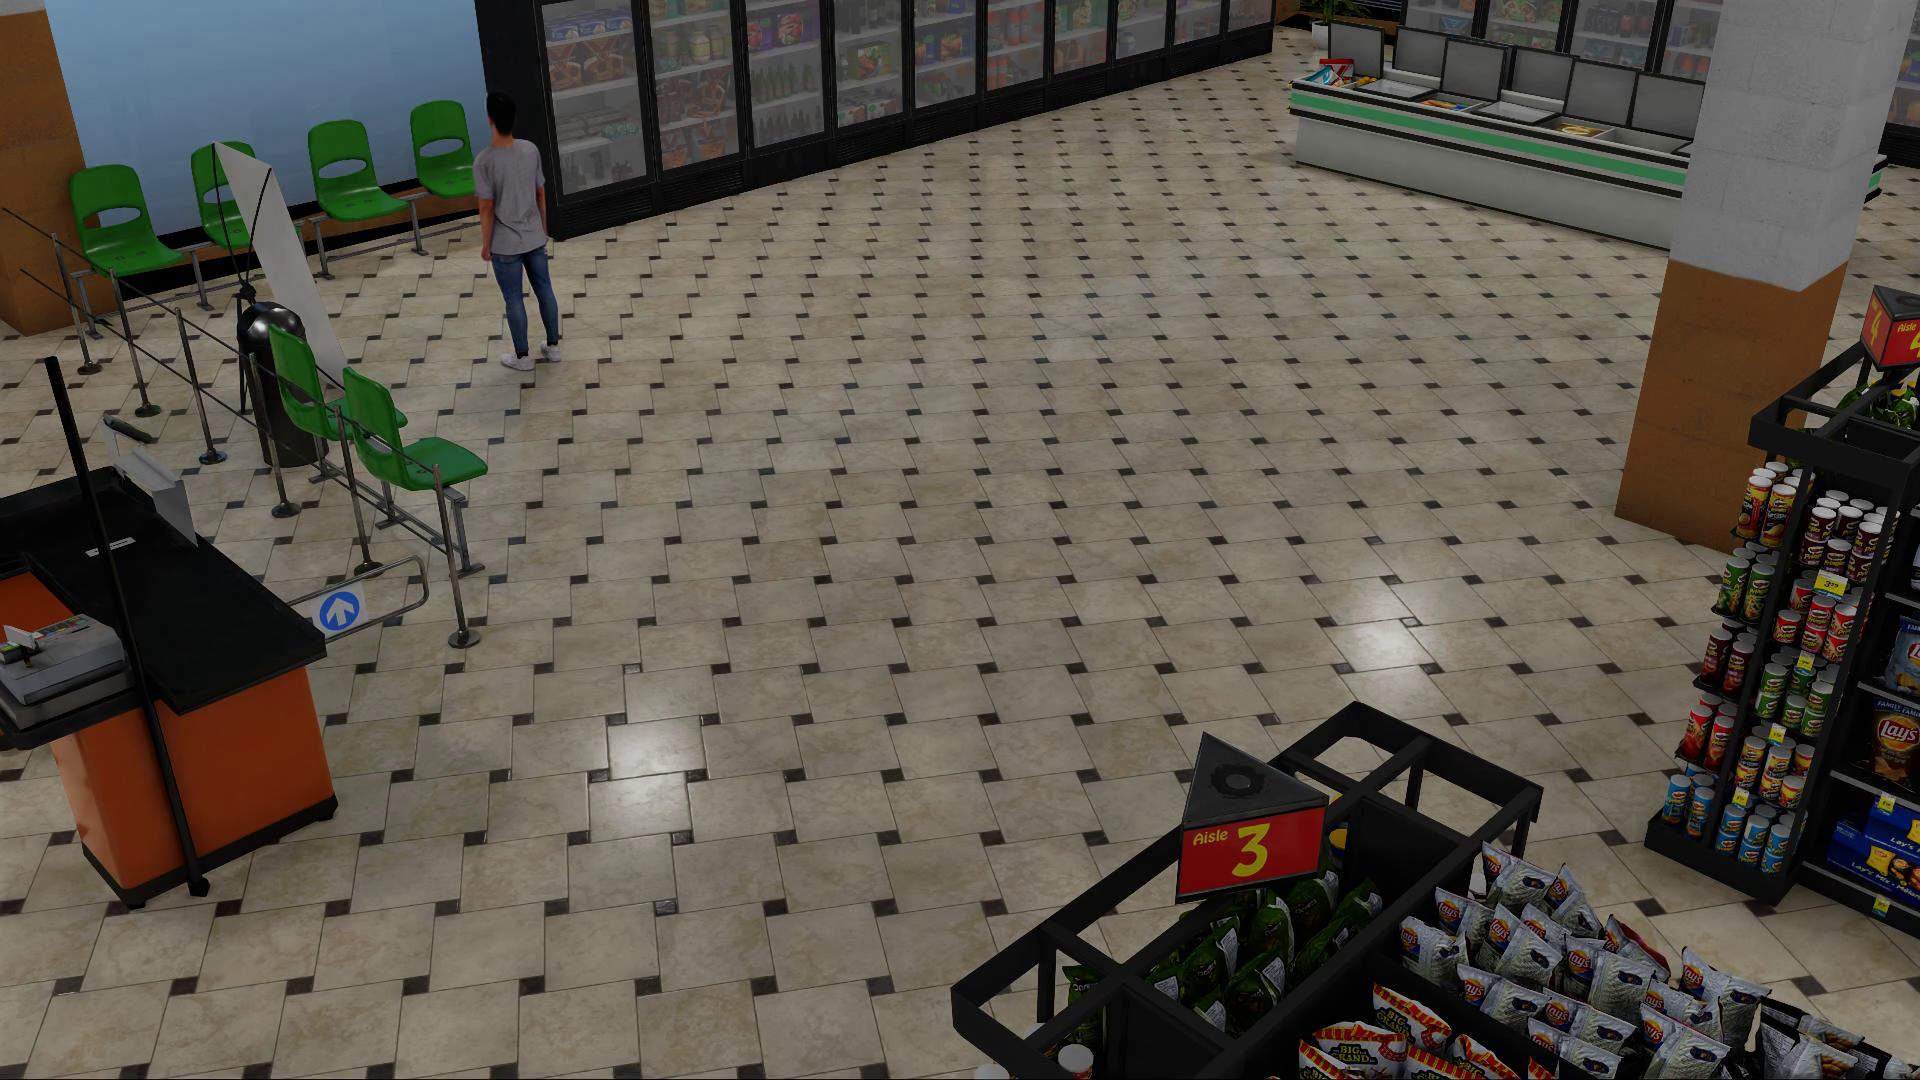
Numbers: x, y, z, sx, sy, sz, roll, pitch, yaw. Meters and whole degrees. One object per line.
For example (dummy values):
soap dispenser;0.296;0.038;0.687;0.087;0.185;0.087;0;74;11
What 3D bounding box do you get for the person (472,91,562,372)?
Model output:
person;-3.008;-2.086;11.289;0.660;1.890;0.540;-25;38;-38
